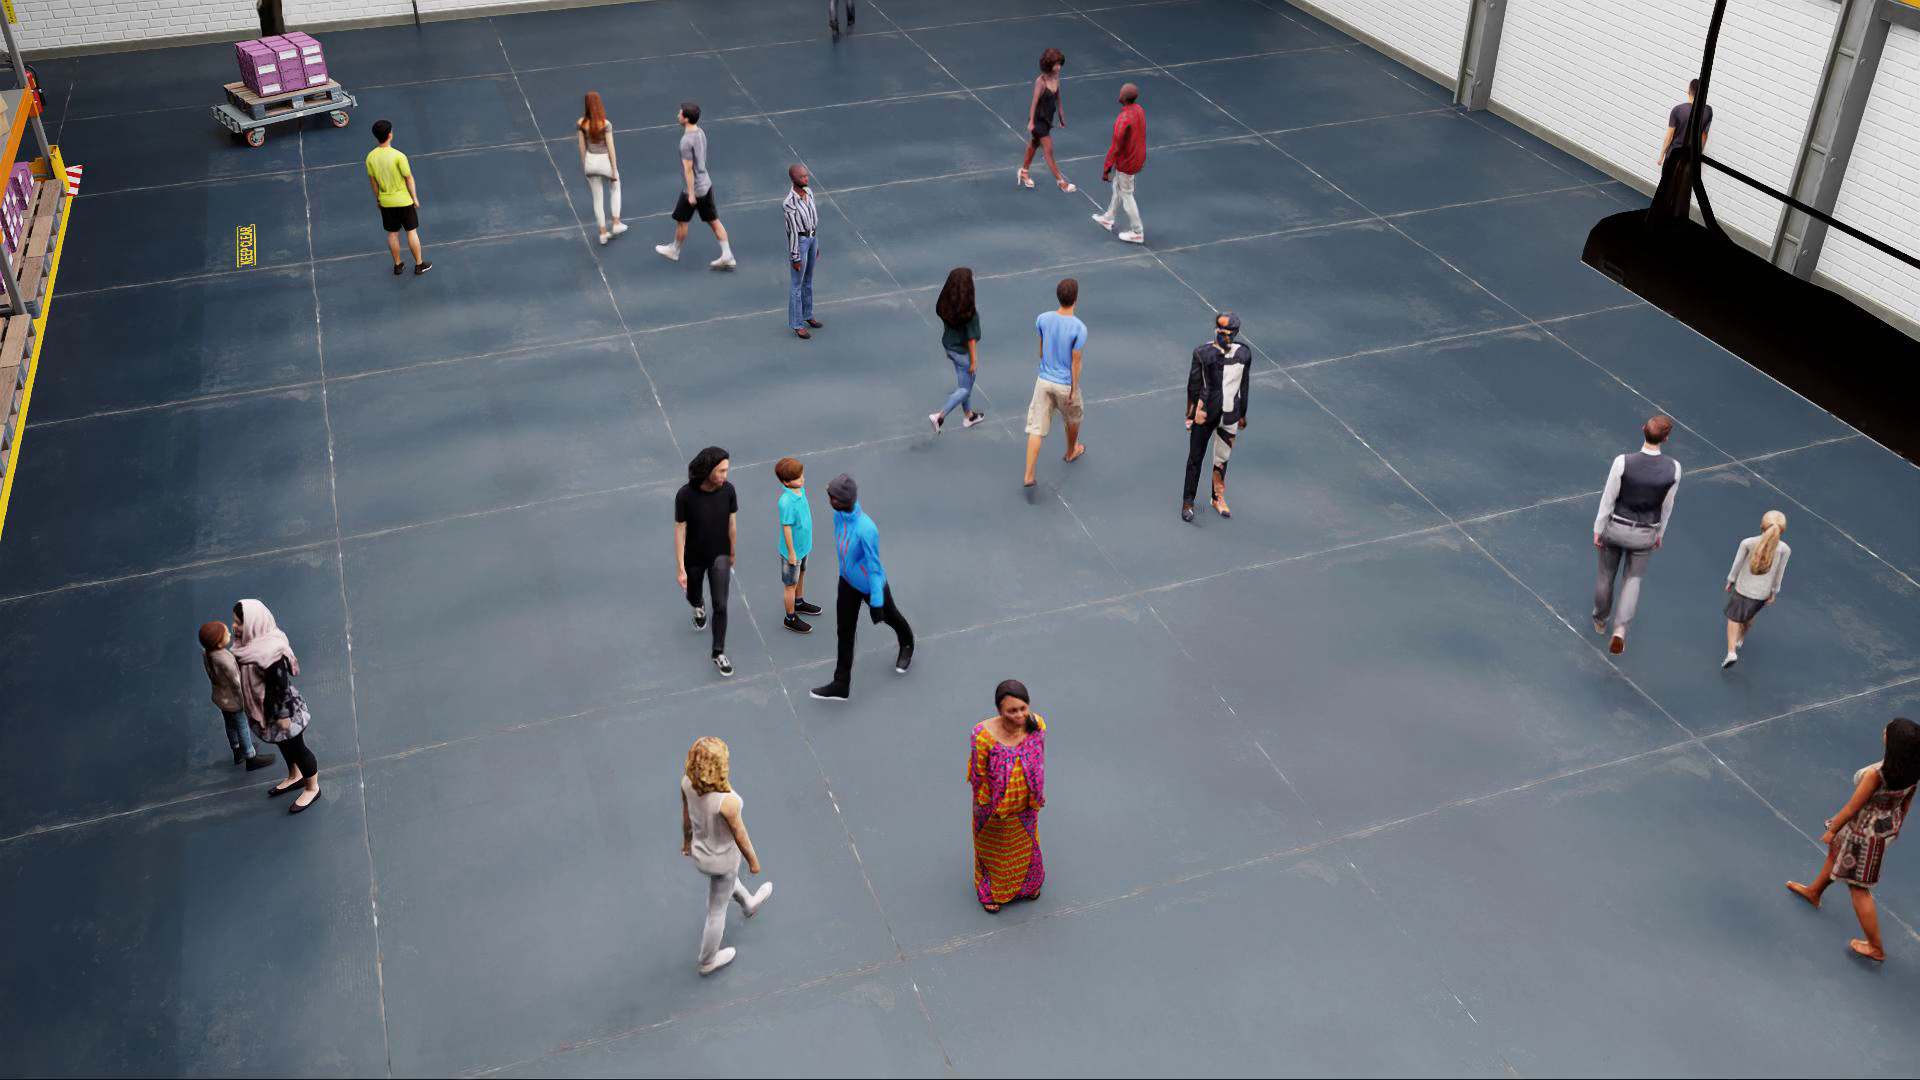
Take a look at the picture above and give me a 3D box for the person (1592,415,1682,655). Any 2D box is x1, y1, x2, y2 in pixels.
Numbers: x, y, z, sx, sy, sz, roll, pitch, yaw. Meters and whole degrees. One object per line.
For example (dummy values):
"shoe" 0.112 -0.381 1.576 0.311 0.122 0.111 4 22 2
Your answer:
"person" 4.944 -0.006 12.243 1.013 1.917 1.119 9 35 14

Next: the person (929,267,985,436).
"person" -0.046 -1.675 15.040 0.872 1.599 0.967 -26 41 -33

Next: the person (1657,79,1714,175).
"person" 8.223 -4.377 18.959 0.710 1.763 0.663 1 34 1

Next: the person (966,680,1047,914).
"person" 0.310 1.534 10.138 0.639 1.682 0.642 -13 36 -19

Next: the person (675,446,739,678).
"person" -1.895 0.069 12.250 0.681 1.784 1.078 -9 35 -13

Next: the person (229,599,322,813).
"person" -4.488 1.059 10.893 0.711 1.637 0.802 27 42 34

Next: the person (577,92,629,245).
"person" -4.068 -4.146 18.654 0.744 1.716 0.819 2 34 3

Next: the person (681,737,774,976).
"person" -1.473 1.860 9.680 1.008 1.645 0.965 26 42 34

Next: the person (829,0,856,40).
"person" -1.850 -8.502 25.148 1.055 1.780 1.297 4 34 7

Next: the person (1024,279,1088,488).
"person" 0.800 -1.298 14.266 1.225 1.830 1.261 15 36 21

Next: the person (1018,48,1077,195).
"person" 0.913 -5.008 19.928 1.147 1.741 0.989 22 40 30

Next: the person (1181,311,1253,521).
"person" 2.126 -1.050 13.837 0.740 1.891 0.681 -3 34 -4

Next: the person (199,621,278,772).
"person" -4.968 1.048 11.310 0.524 1.193 0.618 24 41 32

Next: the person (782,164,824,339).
"person" -1.593 -2.928 16.749 0.760 1.795 0.695 14 36 20

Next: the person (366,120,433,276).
"person" -6.101 -3.698 17.987 0.695 1.708 0.673 2 34 3

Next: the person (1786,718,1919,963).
"person" 5.421 1.779 9.817 0.678 1.630 1.020 -15 36 -21

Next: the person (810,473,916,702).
"person" -0.627 0.296 11.950 1.237 1.739 1.124 25 41 32

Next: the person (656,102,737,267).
"person" -2.766 -3.793 18.020 1.220 1.829 1.216 12 35 17

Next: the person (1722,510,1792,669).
"person" 5.853 0.379 12.263 0.798 1.254 0.912 9 35 14

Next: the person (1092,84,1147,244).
"person" 1.963 -4.212 18.683 1.149 1.793 1.041 21 39 28

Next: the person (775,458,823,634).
"person" -1.260 0.011 12.640 0.659 1.448 0.573 8 34 12
